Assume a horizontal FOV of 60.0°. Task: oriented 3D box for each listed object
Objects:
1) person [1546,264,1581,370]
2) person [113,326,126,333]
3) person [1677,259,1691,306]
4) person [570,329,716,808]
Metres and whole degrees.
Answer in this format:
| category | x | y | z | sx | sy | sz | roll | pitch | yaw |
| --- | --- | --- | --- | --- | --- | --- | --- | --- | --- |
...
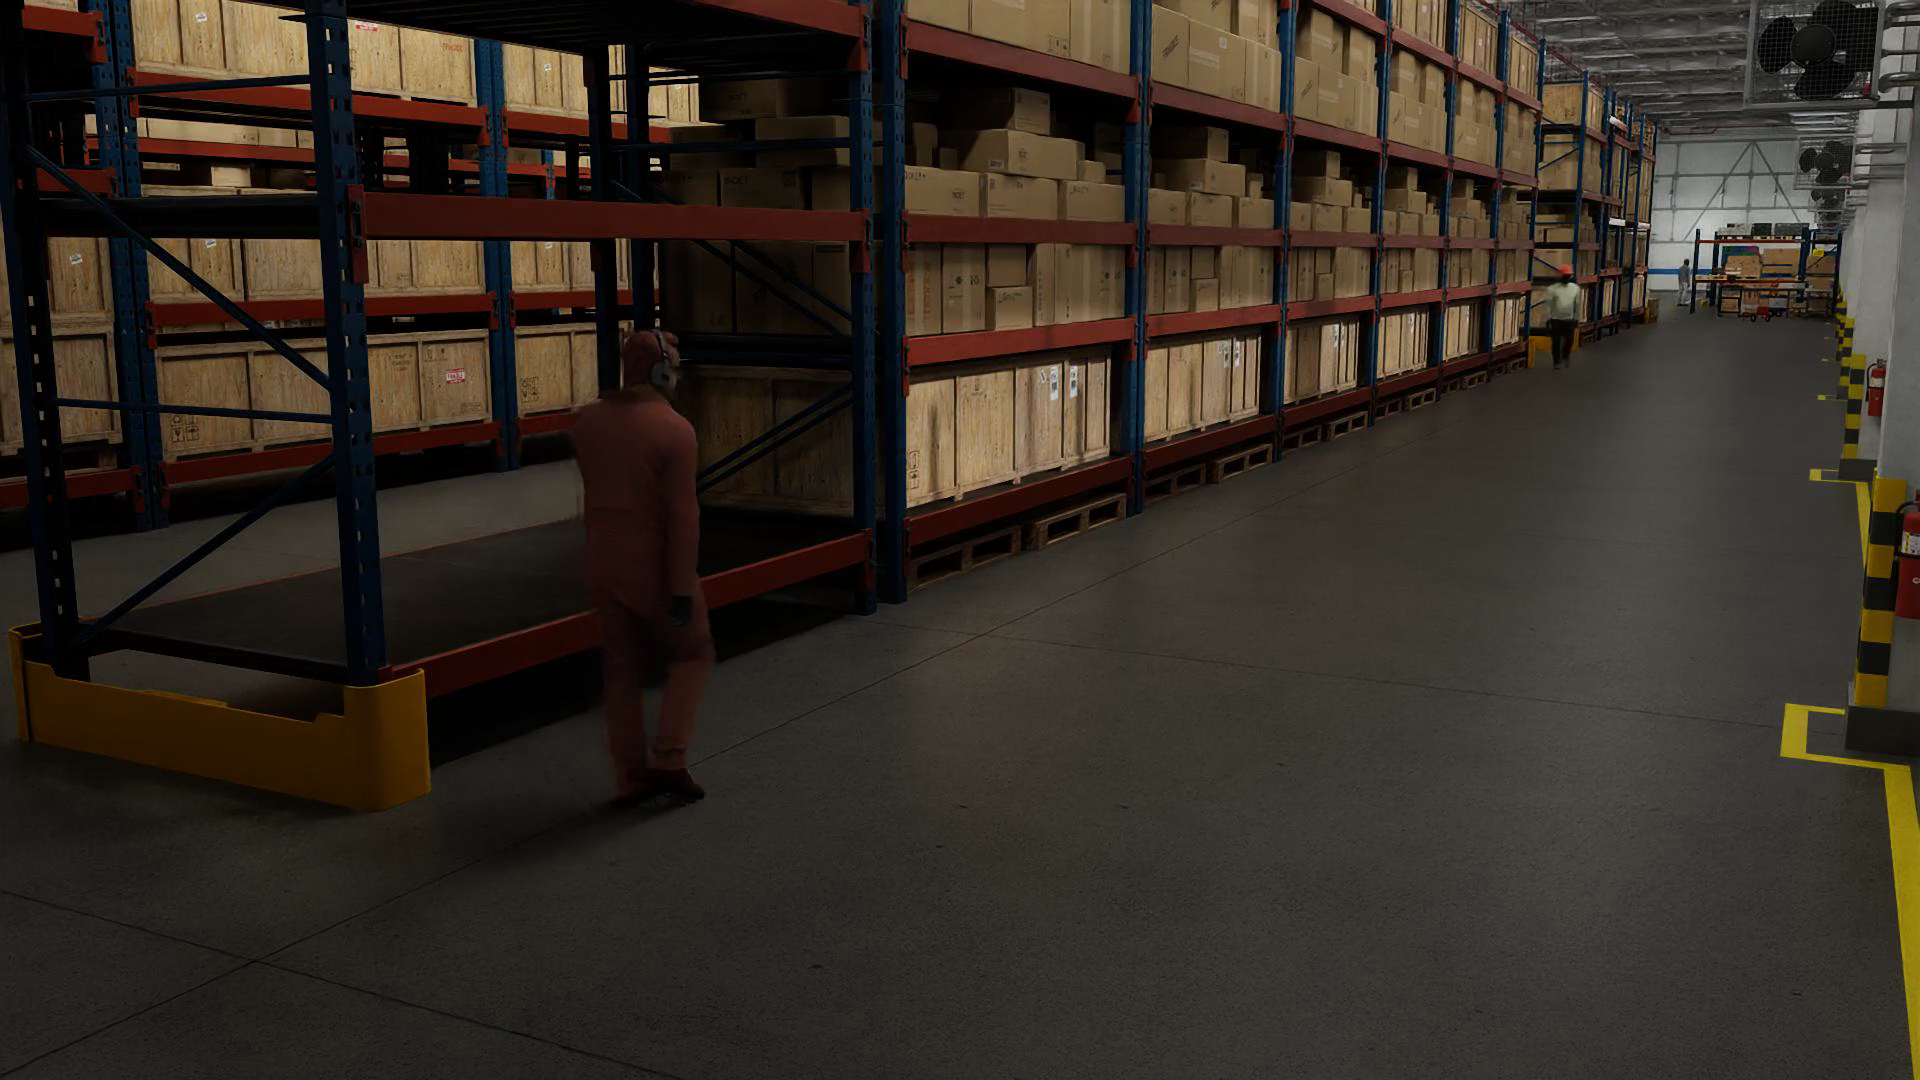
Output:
| category | x | y | z | sx | sy | sz | roll | pitch | yaw |
| --- | --- | --- | --- | --- | --- | --- | --- | --- | --- |
| person | 11.234 | -4.146 | 30.982 | 0.619 | 1.977 | 0.432 | 1 | 10 | 8 |
| person | -8.992 | -1.759 | 17.927 | 0.489 | 1.708 | 0.847 | 5 | 11 | 27 |
| person | 29.483 | -10.470 | 67.716 | 0.367 | 1.932 | 0.629 | -3 | 10 | -18 |
| person | -1.221 | 0.118 | 6.560 | 0.642 | 1.883 | 0.490 | 5 | 11 | 29 |
